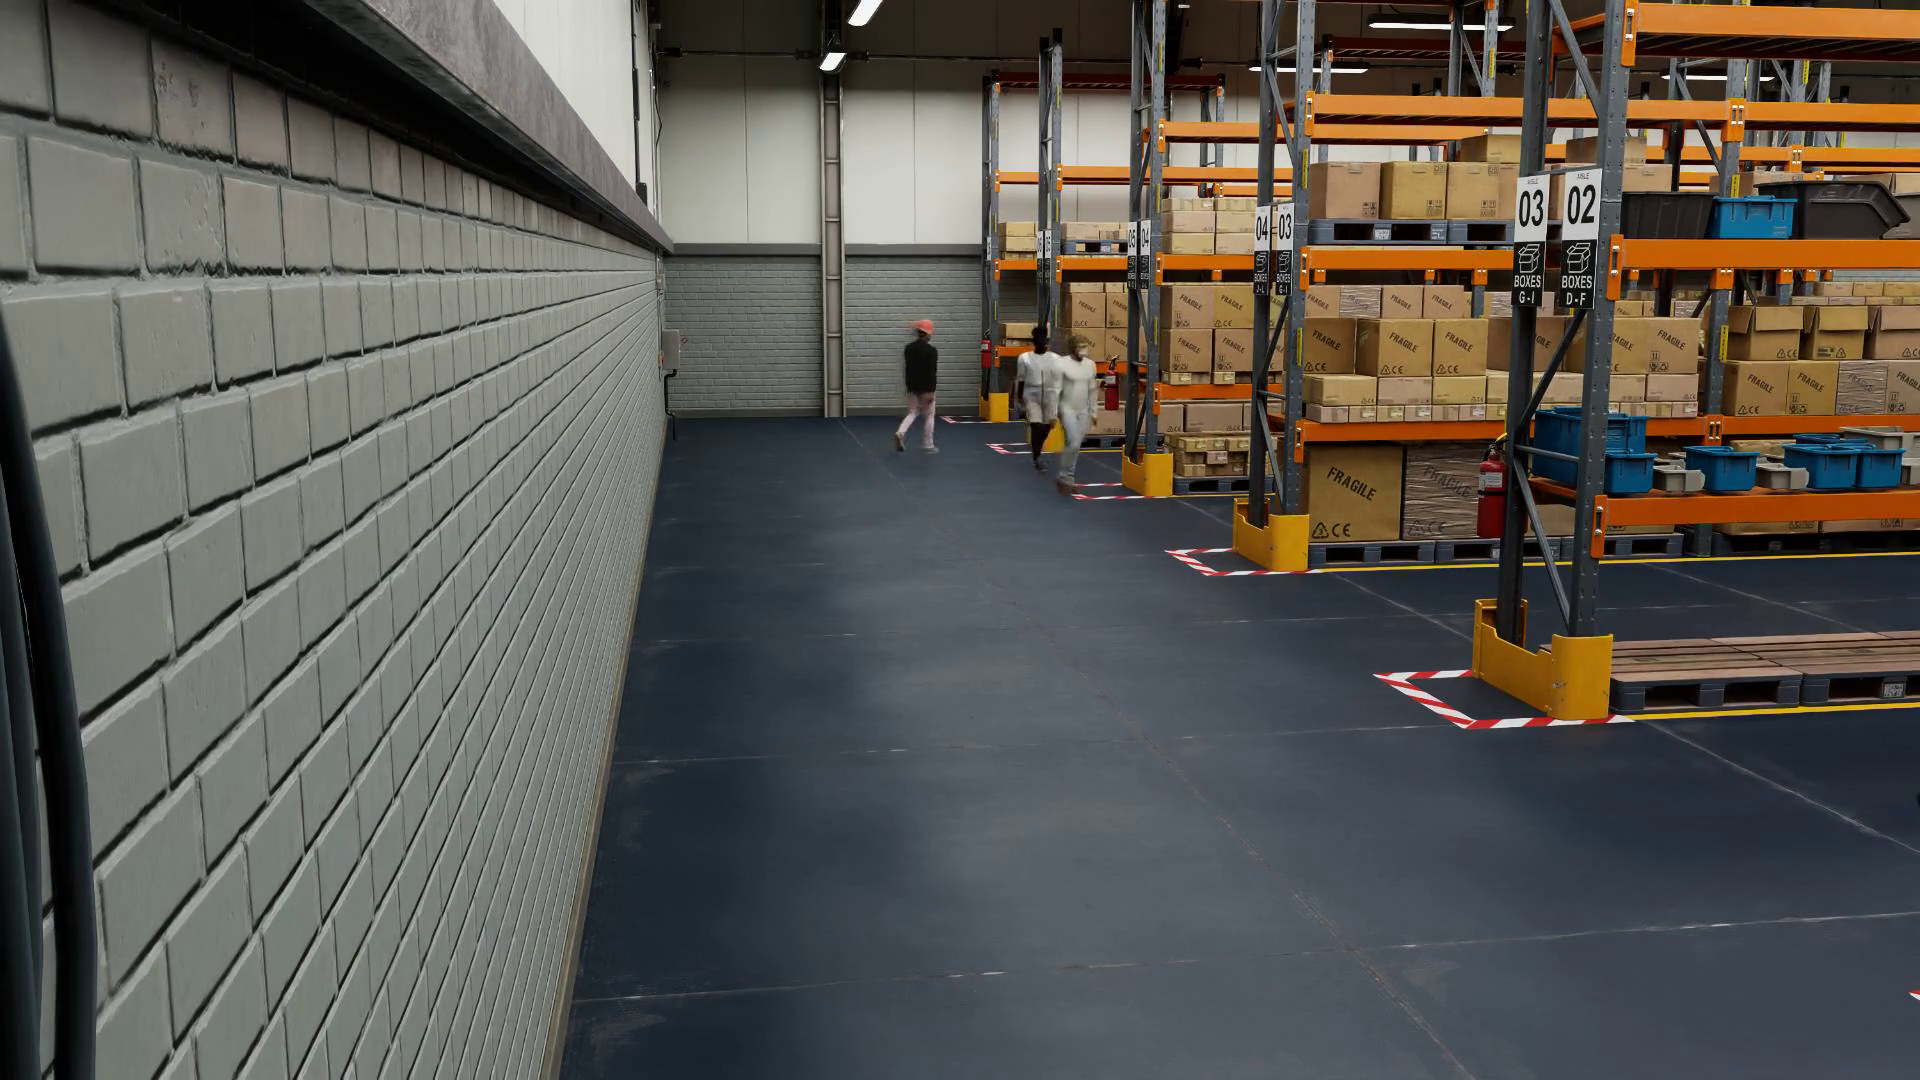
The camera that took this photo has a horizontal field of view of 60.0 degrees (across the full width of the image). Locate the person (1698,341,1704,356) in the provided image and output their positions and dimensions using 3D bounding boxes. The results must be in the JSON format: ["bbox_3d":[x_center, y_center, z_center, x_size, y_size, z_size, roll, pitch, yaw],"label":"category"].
[{"bbox_3d":[8.784,-1.435,19.657,0.599,1.834,0.360,-9,13,-43],"label":"person"}]

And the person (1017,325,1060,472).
[{"bbox_3d":[1.044,-1.894,22.150,0.610,1.942,0.841,-2,9,-13],"label":"person"}]

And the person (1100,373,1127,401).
[{"bbox_3d":[2.428,-2.477,26.148,0.897,1.802,0.626,-2,9,-13],"label":"person"}]

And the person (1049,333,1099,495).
[{"bbox_3d":[1.368,-1.474,19.611,0.627,1.916,0.518,-7,12,-39],"label":"person"}]

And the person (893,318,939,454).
[{"bbox_3d":[-0.607,-2.191,23.881,0.618,1.969,0.730,6,11,35],"label":"person"}]

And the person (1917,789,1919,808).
[{"bbox_3d":[3.559,0.749,5.631,0.635,2.001,0.723,-1,9,-5],"label":"person"}]
